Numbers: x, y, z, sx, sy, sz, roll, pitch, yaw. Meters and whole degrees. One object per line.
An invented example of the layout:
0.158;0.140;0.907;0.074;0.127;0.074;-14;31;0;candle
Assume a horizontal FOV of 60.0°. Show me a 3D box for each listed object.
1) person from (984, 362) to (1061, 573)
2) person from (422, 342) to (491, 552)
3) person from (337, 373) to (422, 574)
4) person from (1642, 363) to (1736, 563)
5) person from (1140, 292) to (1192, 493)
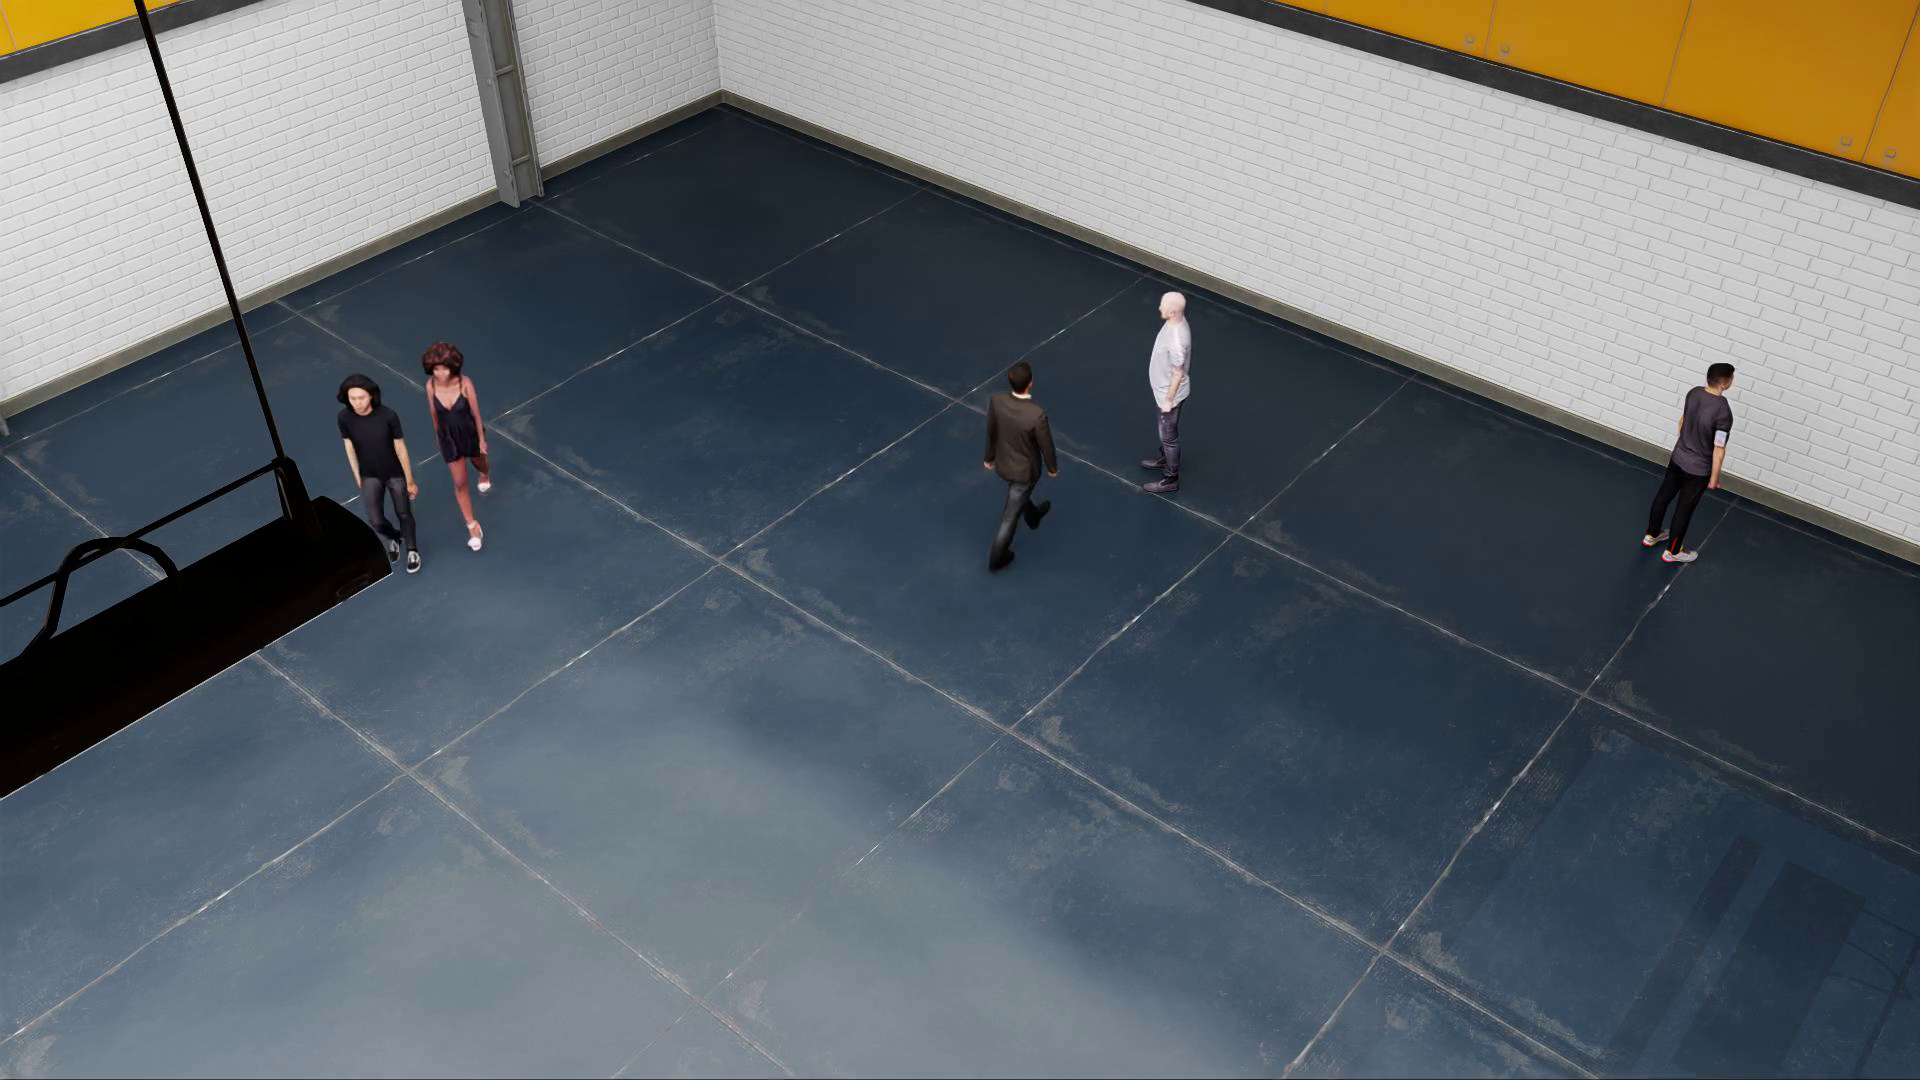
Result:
0.402;-0.528;12.850;0.739;1.763;1.112;25;45;28;person
-3.950;-0.841;13.252;1.084;1.749;1.073;-7;39;-8;person
-4.438;-0.574;12.861;0.776;1.821;0.840;-5;39;-6;person
5.706;-0.617;12.960;0.731;1.764;0.724;-12;40;-14;person
1.730;-1.231;13.674;0.816;1.833;0.718;3;39;3;person
